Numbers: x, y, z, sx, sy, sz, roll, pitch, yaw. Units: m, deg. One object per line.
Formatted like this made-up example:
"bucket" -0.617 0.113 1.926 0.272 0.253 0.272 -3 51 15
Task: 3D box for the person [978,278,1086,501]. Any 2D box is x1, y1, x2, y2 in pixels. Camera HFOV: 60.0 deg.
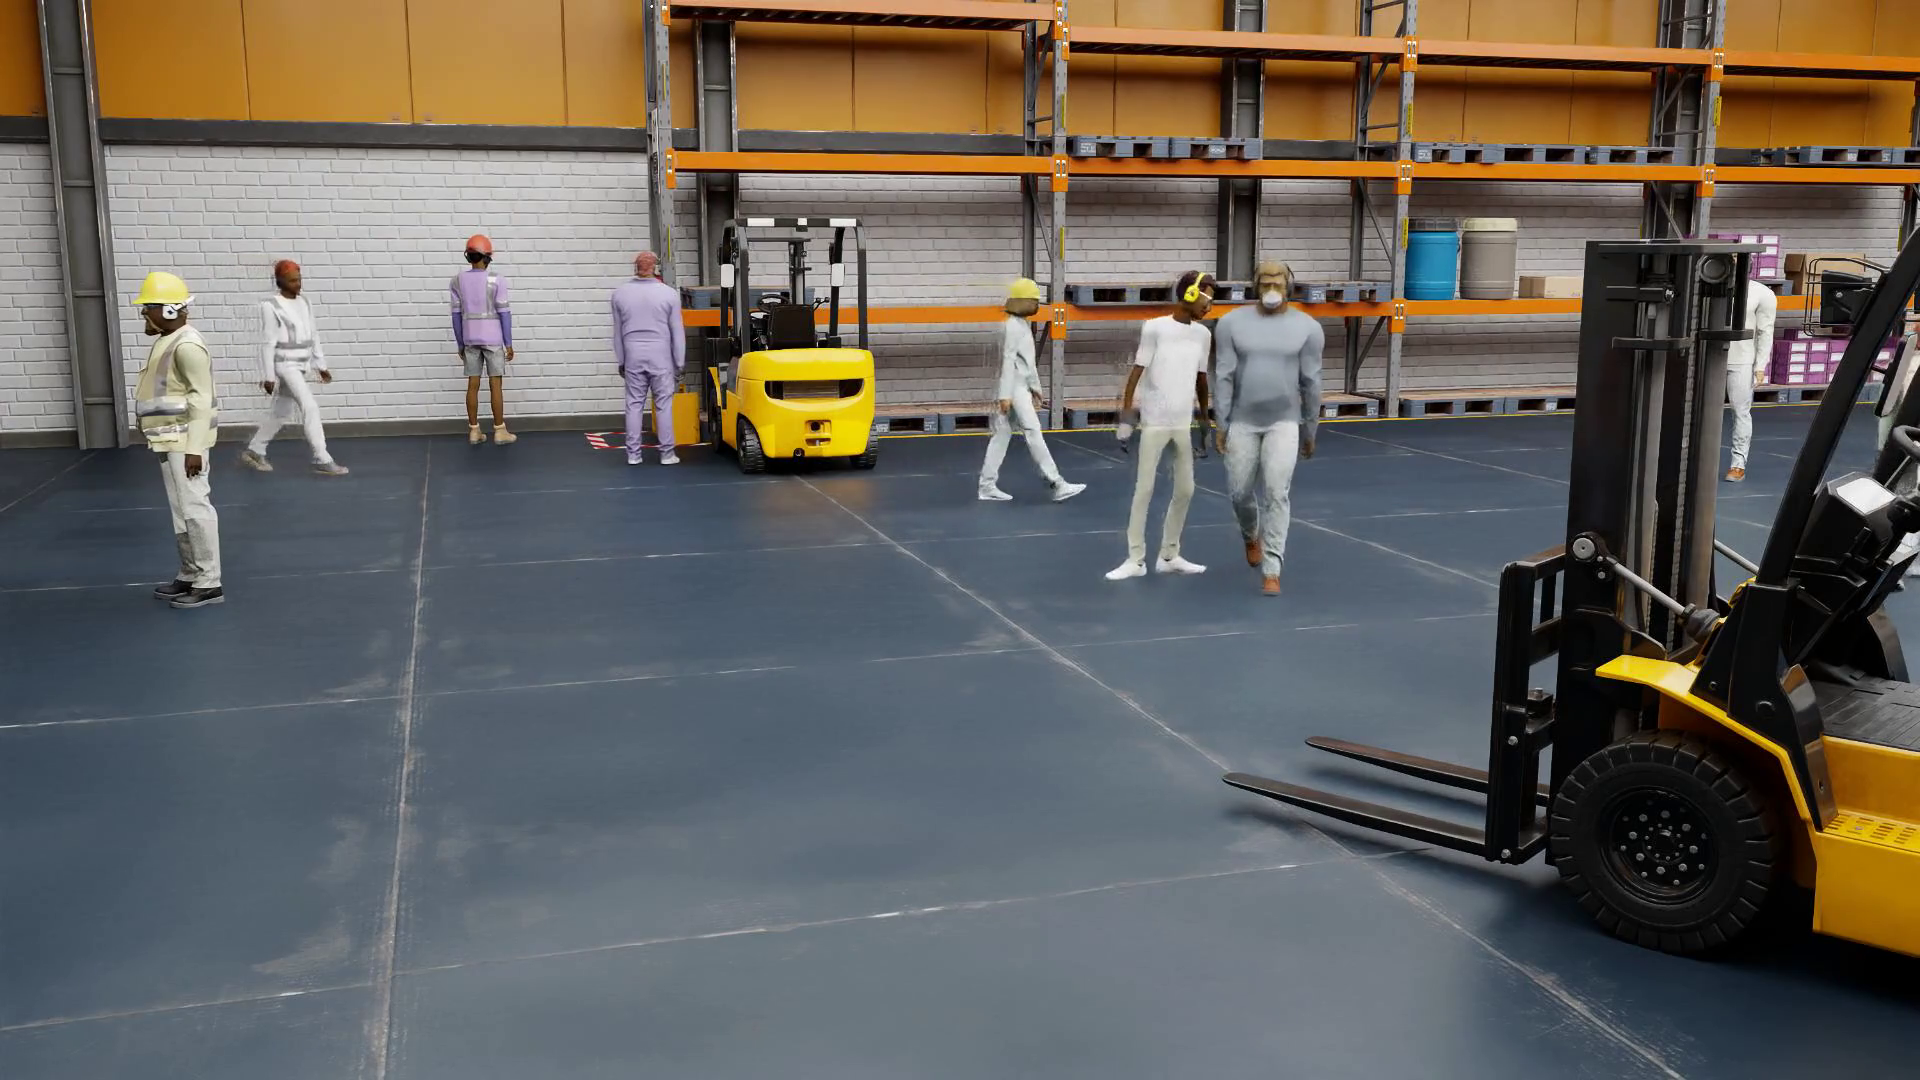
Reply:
"person" 0.536 -1.129 12.668 0.877 1.694 0.511 2 10 9

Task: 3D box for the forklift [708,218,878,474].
"forklift" -1.522 -1.778 14.899 1.214 2.155 2.313 -3 11 -17

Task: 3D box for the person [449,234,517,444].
"person" -4.649 -1.950 16.247 0.608 2.047 0.365 2 11 11

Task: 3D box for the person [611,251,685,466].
"person" -2.740 -1.599 14.742 0.640 1.900 0.403 1 10 6

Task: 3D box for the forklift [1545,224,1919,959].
"forklift" 2.909 0.117 4.508 2.313 2.155 1.214 9 14 40

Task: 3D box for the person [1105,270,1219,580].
"person" 1.175 -0.660 9.791 0.689 1.833 0.337 -5 11 -25

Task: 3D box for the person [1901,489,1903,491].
"person" 7.788 -1.271 13.084 0.477 1.842 0.560 0 10 0

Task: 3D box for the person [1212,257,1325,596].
"person" 1.771 -0.673 9.601 0.622 1.916 0.714 2 11 13

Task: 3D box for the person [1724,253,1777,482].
"person" 6.408 -1.456 13.835 0.373 1.940 0.627 -9 14 -41

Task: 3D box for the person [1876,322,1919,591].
"person" 5.566 -0.521 9.631 0.822 1.602 0.512 -6 12 -31

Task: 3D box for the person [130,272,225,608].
"person" -4.296 -0.546 9.138 0.404 1.830 0.603 -8 13 -37

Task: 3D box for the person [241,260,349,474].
"person" -5.774 -1.470 14.200 0.990 1.844 0.578 1 10 7
